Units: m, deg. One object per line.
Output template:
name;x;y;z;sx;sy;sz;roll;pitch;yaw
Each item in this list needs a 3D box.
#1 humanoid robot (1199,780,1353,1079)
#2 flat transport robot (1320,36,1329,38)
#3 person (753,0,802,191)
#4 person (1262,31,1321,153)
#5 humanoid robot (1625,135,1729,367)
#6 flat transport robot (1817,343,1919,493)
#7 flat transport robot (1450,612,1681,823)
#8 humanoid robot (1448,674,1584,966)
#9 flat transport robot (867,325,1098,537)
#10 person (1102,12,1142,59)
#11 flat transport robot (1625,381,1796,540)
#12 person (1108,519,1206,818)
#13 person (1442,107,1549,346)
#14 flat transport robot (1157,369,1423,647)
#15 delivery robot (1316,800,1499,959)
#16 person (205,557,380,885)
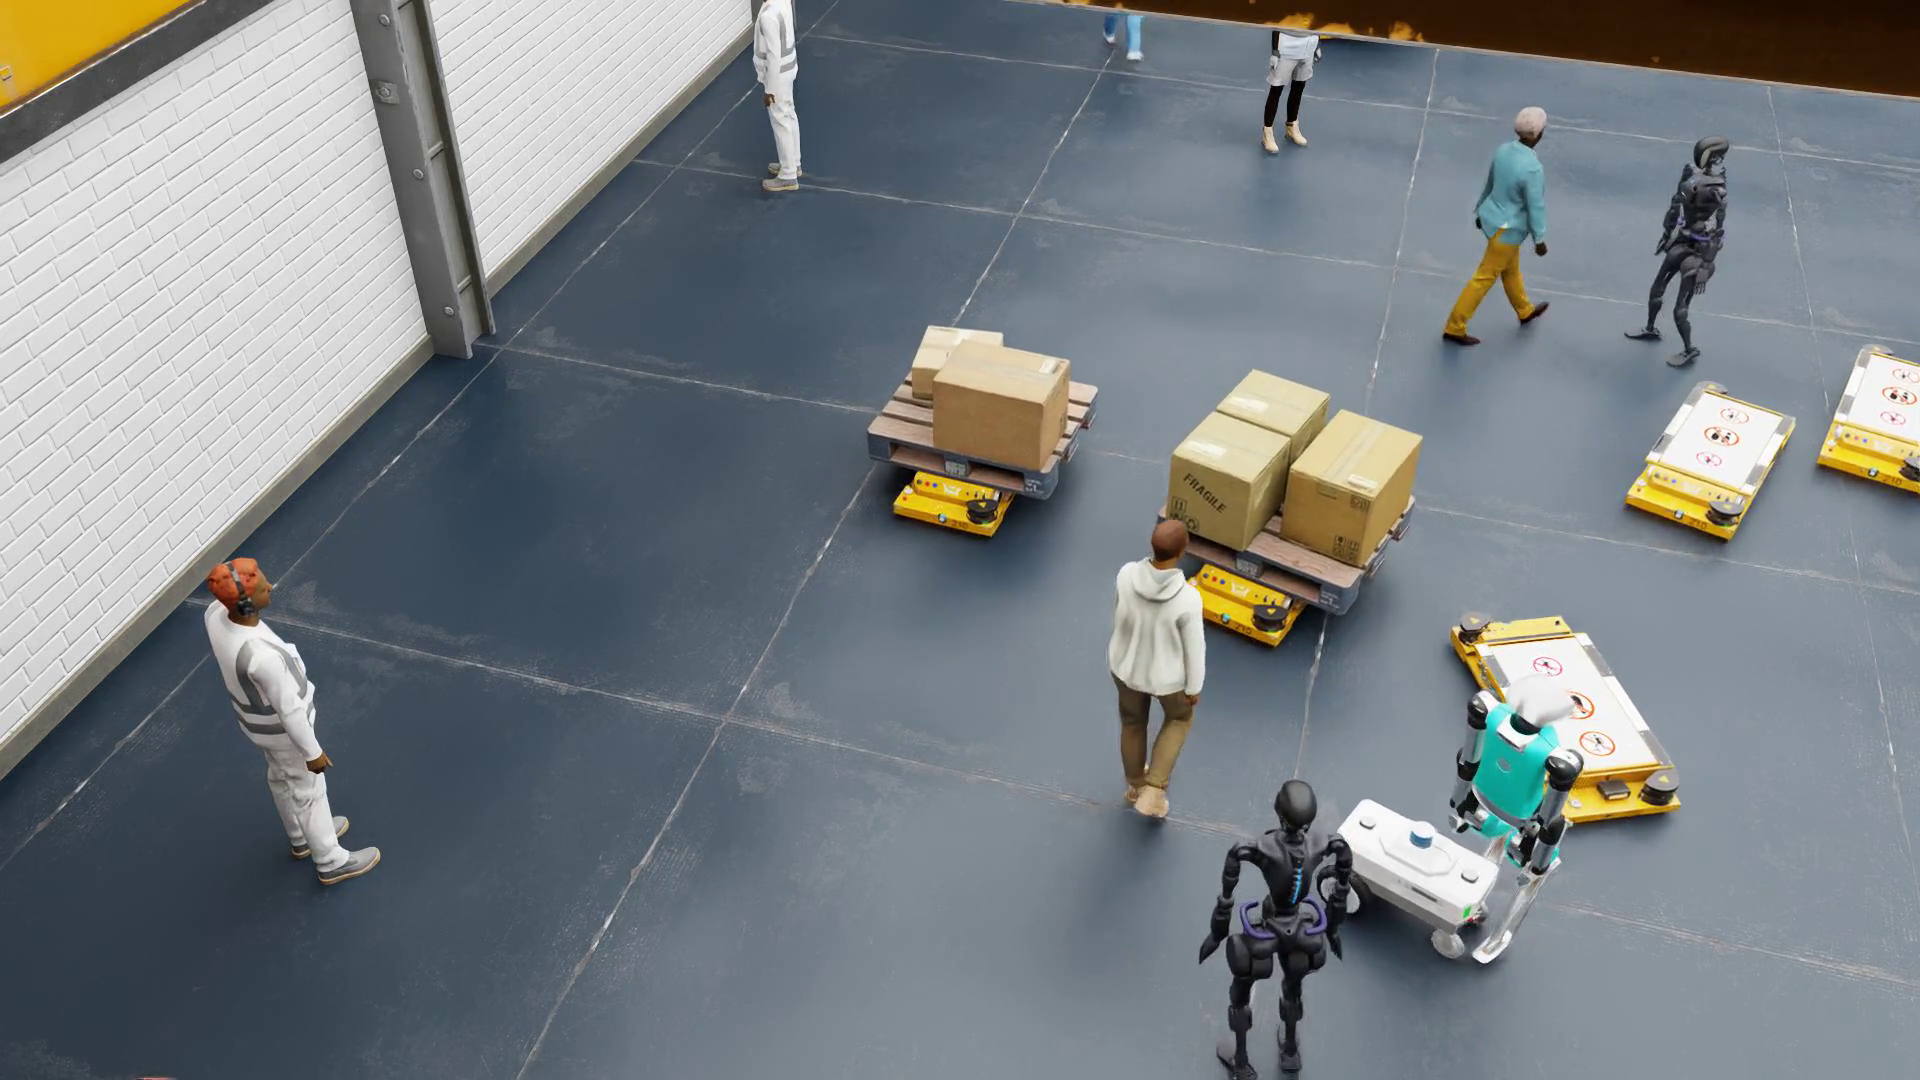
humanoid robot;1.305;1.637;6.854;0.608;1.649;0.338;-5;39;-6
flat transport robot;3.974;-5.272;16.562;1.431;0.231;0.659;-12;40;-15
person;-1.476;-3.727;13.352;0.337;1.882;0.583;4;39;5
person;2.814;-4.105;13.968;0.531;1.699;0.319;-17;42;-20
humanoid robot;5.017;-1.996;11.367;0.388;1.638;0.611;-7;39;-9
flat transport robot;6.190;-0.825;11.031;0.659;0.231;1.431;22;44;25
flat transport robot;3.208;0.904;8.880;0.659;0.231;1.431;-5;39;-7
humanoid robot;2.492;1.170;7.287;0.721;1.691;0.537;-25;45;-28
flat transport robot;0.148;-0.565;10.708;0.659;0.231;1.431;14;41;17
person;1.578;-5.398;15.601;0.529;1.703;0.768;0;39;0
flat transport robot;4.841;-0.536;10.672;0.659;0.231;1.431;24;45;27
person;0.936;0.640;8.027;0.520;1.749;0.435;20;43;23
person;3.869;-2.163;11.543;0.903;1.697;0.573;-6;39;-8
flat transport robot;1.906;0.061;9.928;0.659;0.231;1.431;23;44;26
delivery robot;2.115;1.557;7.845;0.795;0.602;0.499;26;46;29
person;-3.118;0.841;7.670;0.344;1.882;0.584;-32;49;-33
